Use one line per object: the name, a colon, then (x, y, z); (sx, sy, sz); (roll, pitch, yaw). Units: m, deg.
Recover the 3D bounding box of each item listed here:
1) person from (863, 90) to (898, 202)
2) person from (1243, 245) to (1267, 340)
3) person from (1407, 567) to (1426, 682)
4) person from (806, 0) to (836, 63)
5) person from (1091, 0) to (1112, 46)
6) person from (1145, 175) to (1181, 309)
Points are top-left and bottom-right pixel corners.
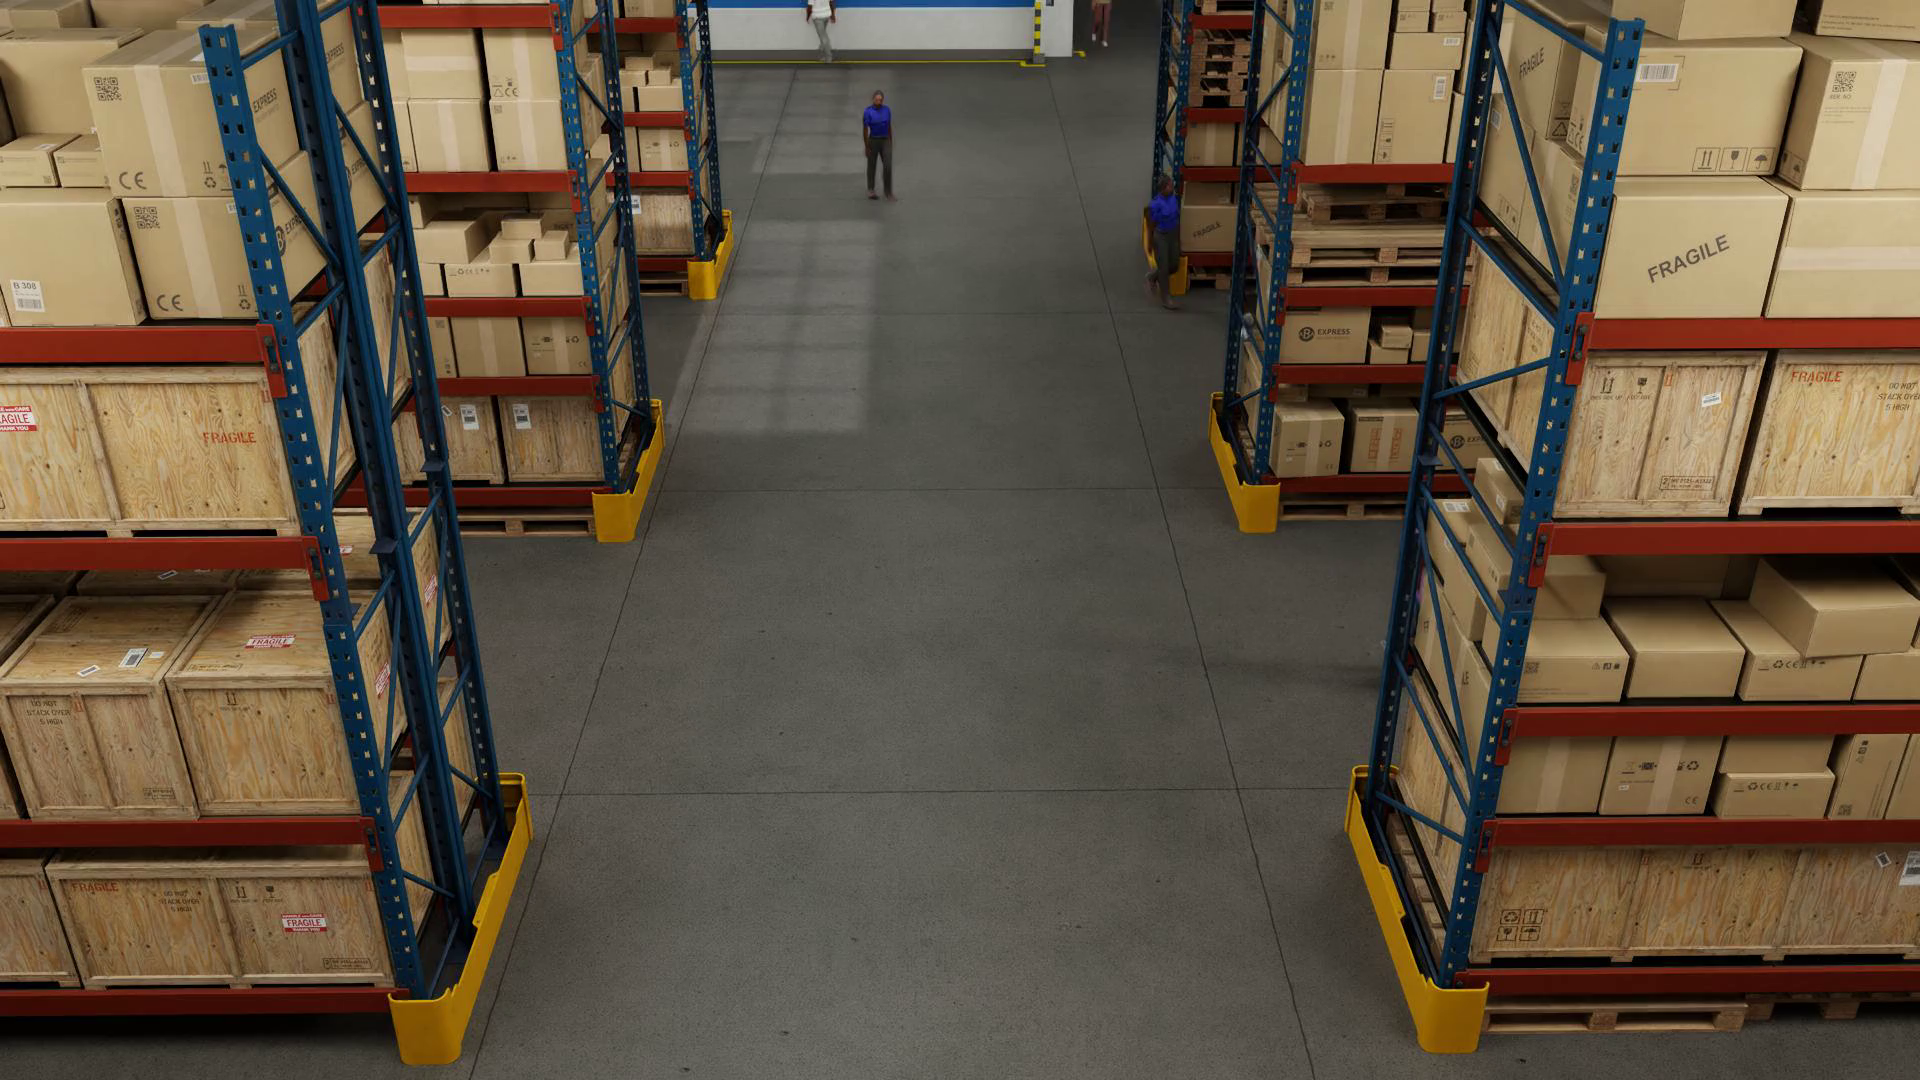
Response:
person: (-1.209, -5.946, 25.042); (0.500, 1.644, 0.704); (-8, 29, -15)
person: (3.686, -3.017, 19.620); (0.457, 1.659, 0.750); (-10, 30, -17)
person: (3.785, 0.451, 13.204); (0.422, 1.599, 0.457); (8, 29, 15)
person: (-2.838, -10.552, 33.507); (0.673, 1.746, 0.598); (24, 36, 37)
person: (2.985, -11.262, 34.921); (0.461, 1.676, 0.494); (-6, 29, -11)
person: (2.612, -3.799, 21.065); (0.481, 1.633, 0.722); (-22, 35, -34)
